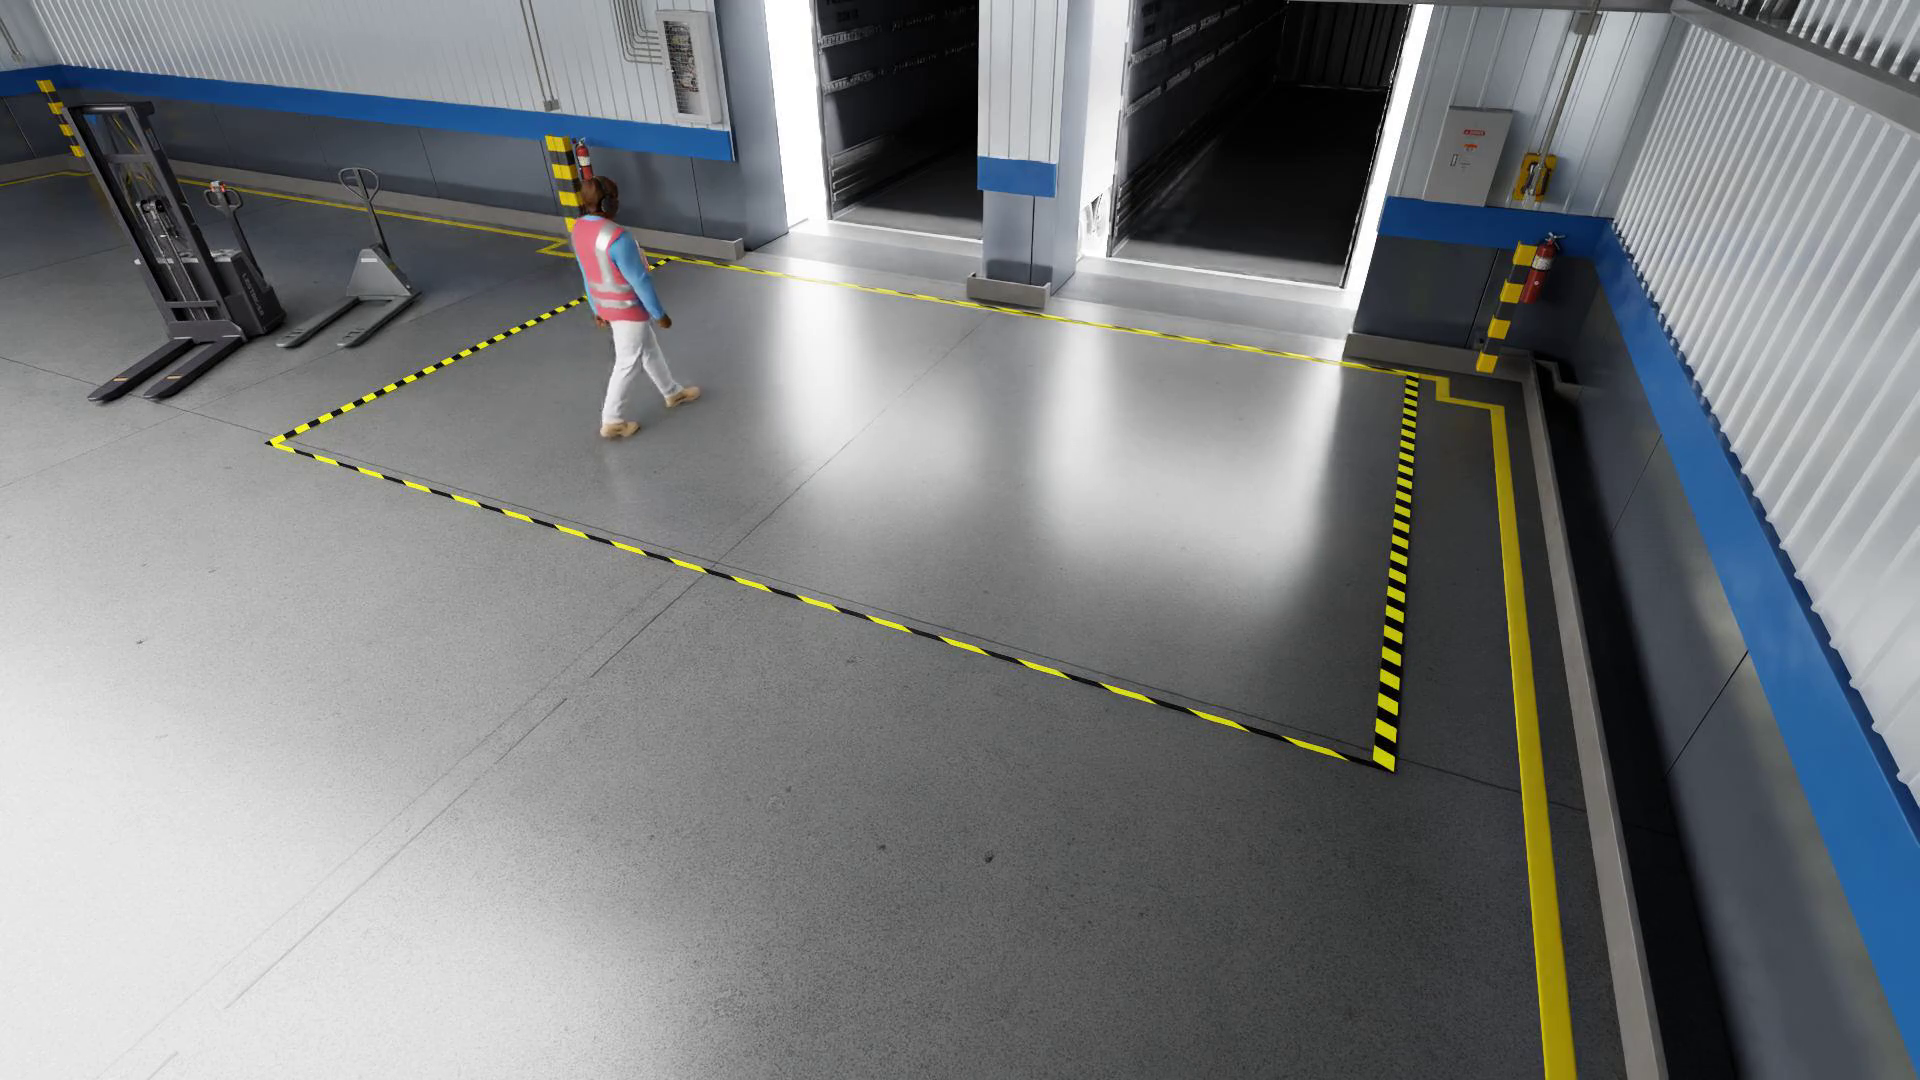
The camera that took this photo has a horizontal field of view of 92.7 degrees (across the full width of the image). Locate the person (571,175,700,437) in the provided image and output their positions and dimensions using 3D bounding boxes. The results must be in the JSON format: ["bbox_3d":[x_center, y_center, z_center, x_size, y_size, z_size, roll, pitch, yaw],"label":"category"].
[{"bbox_3d":[-2.371,-1.664,6.584,0.926,1.796,0.628,-28,43,-34],"label":"person"}]

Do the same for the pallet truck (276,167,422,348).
[{"bbox_3d":[-5.732,-2.611,8.414,0.680,1.201,1.601,-1,35,-1],"label":"pallet truck"}]

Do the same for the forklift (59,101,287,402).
[{"bbox_3d":[-6.686,-2.387,7.434,0.823,1.965,1.885,-3,35,-5],"label":"forklift"}]
